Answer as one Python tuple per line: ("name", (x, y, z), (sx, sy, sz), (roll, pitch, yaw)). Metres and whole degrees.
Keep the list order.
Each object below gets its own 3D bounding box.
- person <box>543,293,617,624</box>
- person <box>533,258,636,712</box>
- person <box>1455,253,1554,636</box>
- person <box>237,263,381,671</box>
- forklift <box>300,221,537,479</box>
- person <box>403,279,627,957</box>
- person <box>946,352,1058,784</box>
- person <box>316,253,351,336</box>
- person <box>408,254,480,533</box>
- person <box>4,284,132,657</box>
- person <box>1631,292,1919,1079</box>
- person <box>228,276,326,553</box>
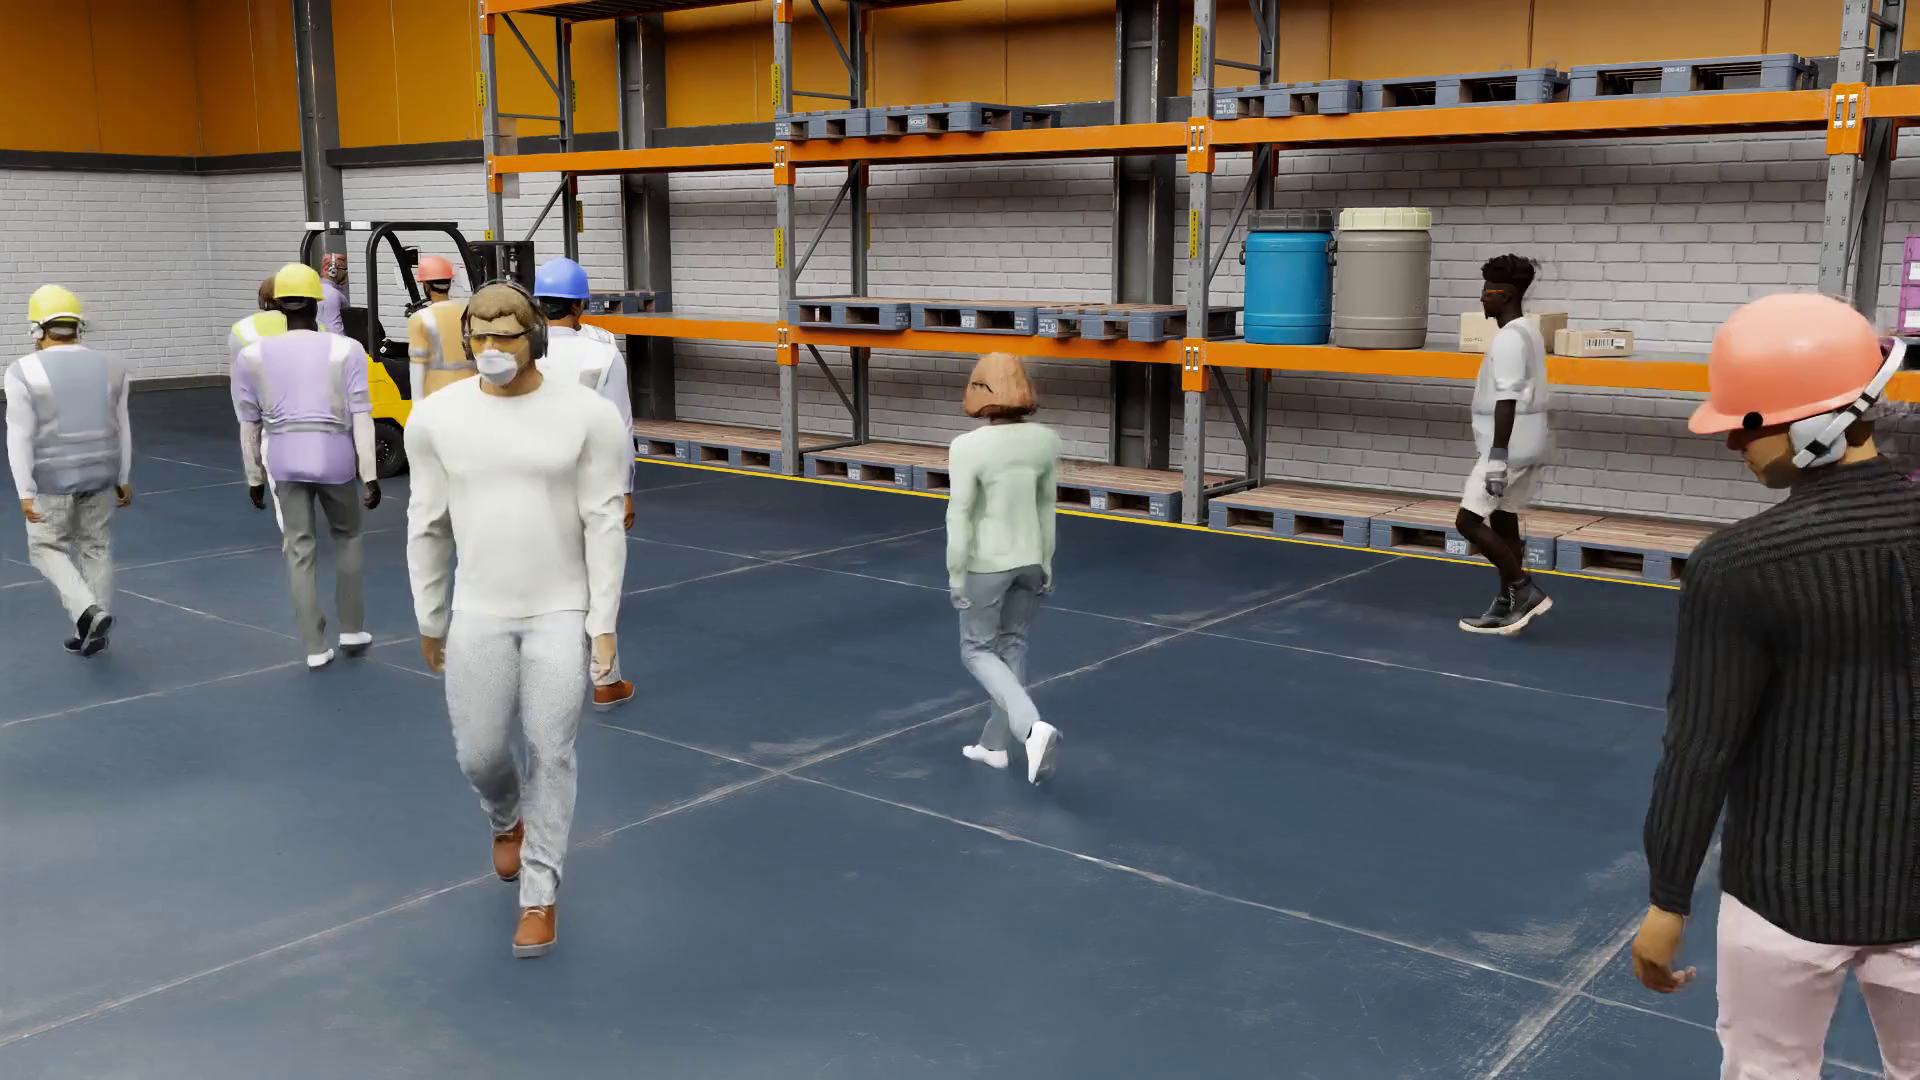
("person", (-2.016, -0.459, 8.606), (0.584, 1.882, 0.337), (-8, 13, -38))
("person", (-1.690, -0.228, 7.149), (0.615, 1.945, 0.404), (1, 10, 4))
("person", (2.749, -0.462, 8.415), (0.422, 1.952, 0.634), (6, 12, 29))
("person", (-3.092, -0.359, 7.976), (0.628, 1.904, 0.695), (-2, 10, -11))
("forklift", (-4.922, -1.741, 14.854), (1.214, 2.155, 2.313), (8, 13, 38))
("person", (-1.268, 0.205, 4.847), (0.631, 1.919, 0.577), (-1, 10, -6))
("person", (0.189, 0.114, 6.181), (0.504, 1.618, 0.608), (-7, 13, -36))
("person", (-5.858, -1.735, 15.647), (0.404, 1.900, 0.645), (-6, 12, -31))
("person", (-3.492, -0.985, 11.409), (0.487, 1.924, 0.580), (9, 14, 41))
("person", (-4.210, -0.303, 7.931), (0.536, 1.817, 0.598), (7, 13, 35))
("person", (1.523, 0.562, 2.799), (0.787, 1.941, 0.412), (-1, 10, -6))
("person", (-4.427, -0.830, 10.938), (0.624, 1.801, 0.950), (-7, 12, -32))
